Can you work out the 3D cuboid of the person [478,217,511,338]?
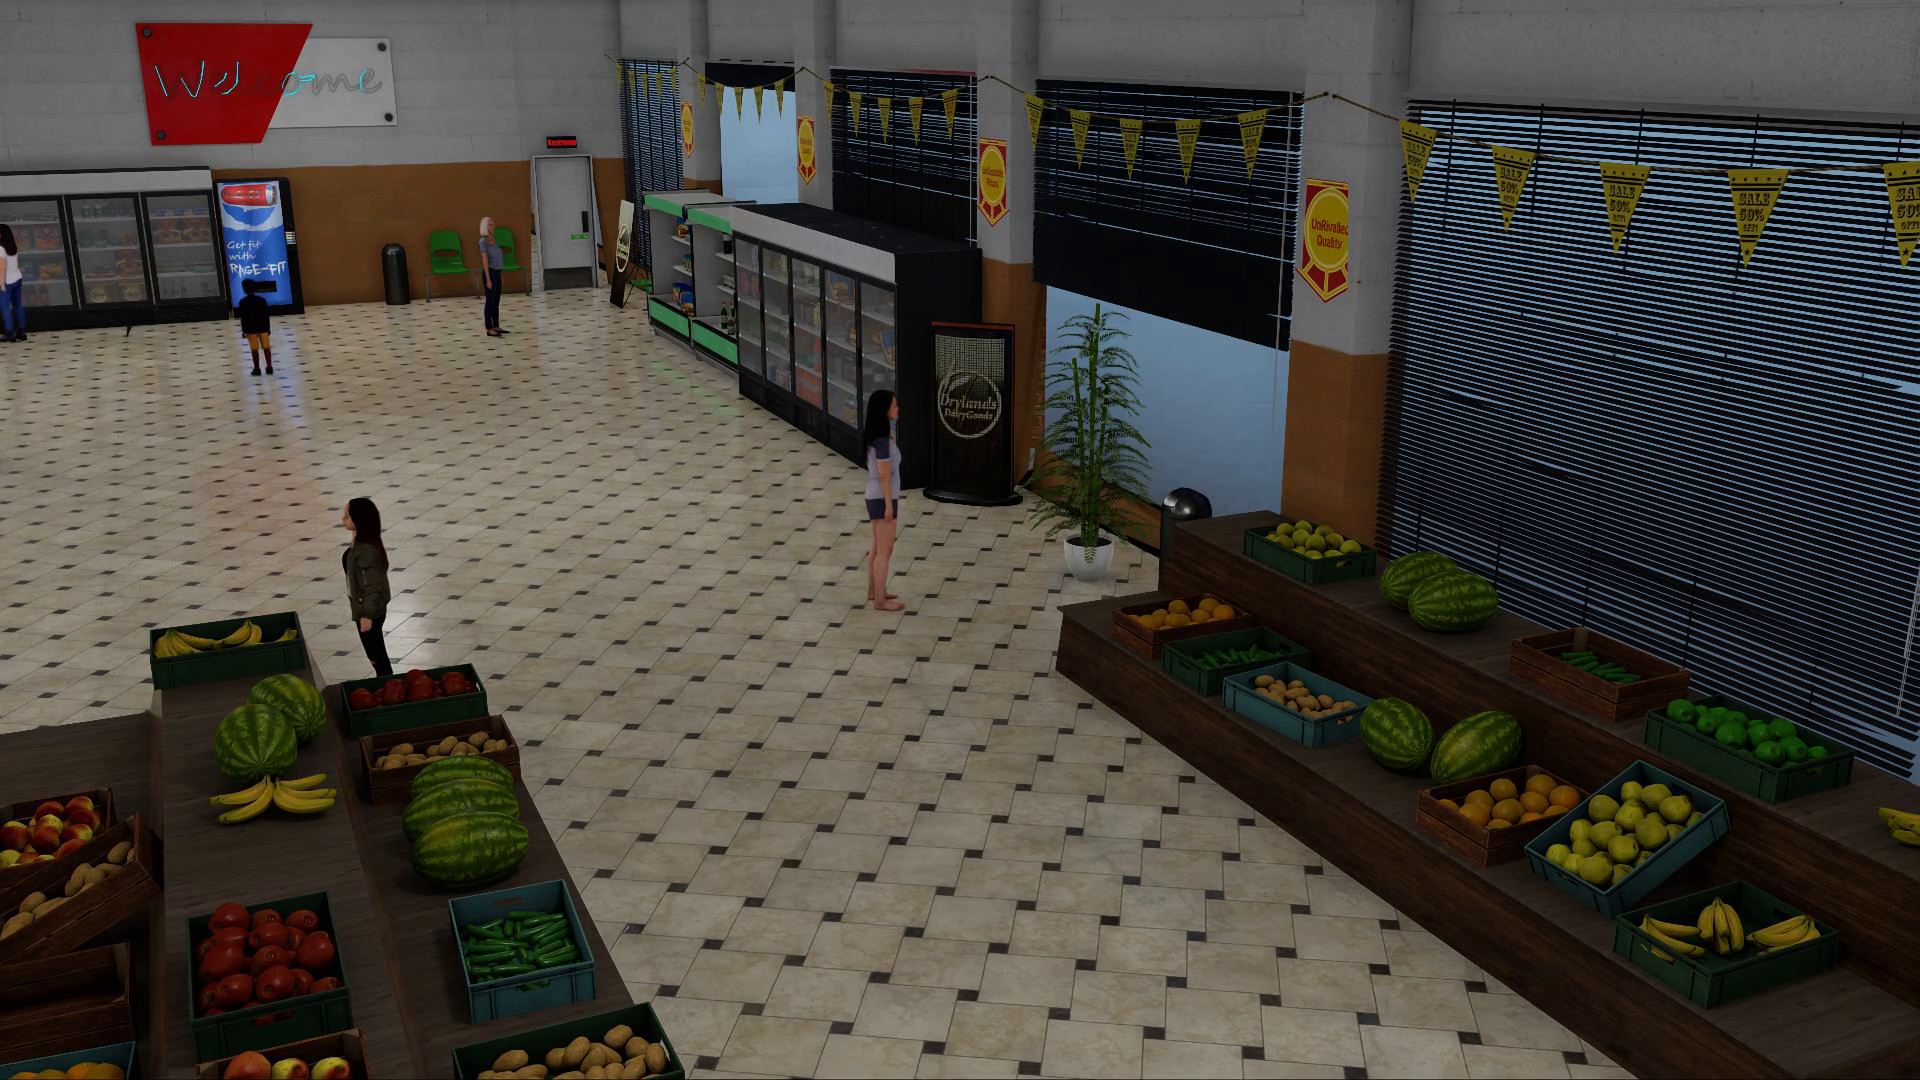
[{"bbox_3d":[-6.900,-3.881,24.484,0.716,1.722,0.626,3,17,11],"label":"person"}]

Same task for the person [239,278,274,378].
[{"bbox_3d":[-9.132,-2.761,21.574,0.572,1.269,0.594,-14,22,-39],"label":"person"}]

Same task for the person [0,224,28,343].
[{"bbox_3d":[-13.592,-3.683,23.904,0.783,1.679,0.686,1,17,3],"label":"person"}]

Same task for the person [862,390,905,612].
[{"bbox_3d":[-0.595,-0.324,12.798,0.703,1.705,0.535,-3,17,-10],"label":"person"}]

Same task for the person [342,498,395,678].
[{"bbox_3d":[-3.791,0.439,10.683,0.640,1.475,0.445,-7,18,-21],"label":"person"}]
